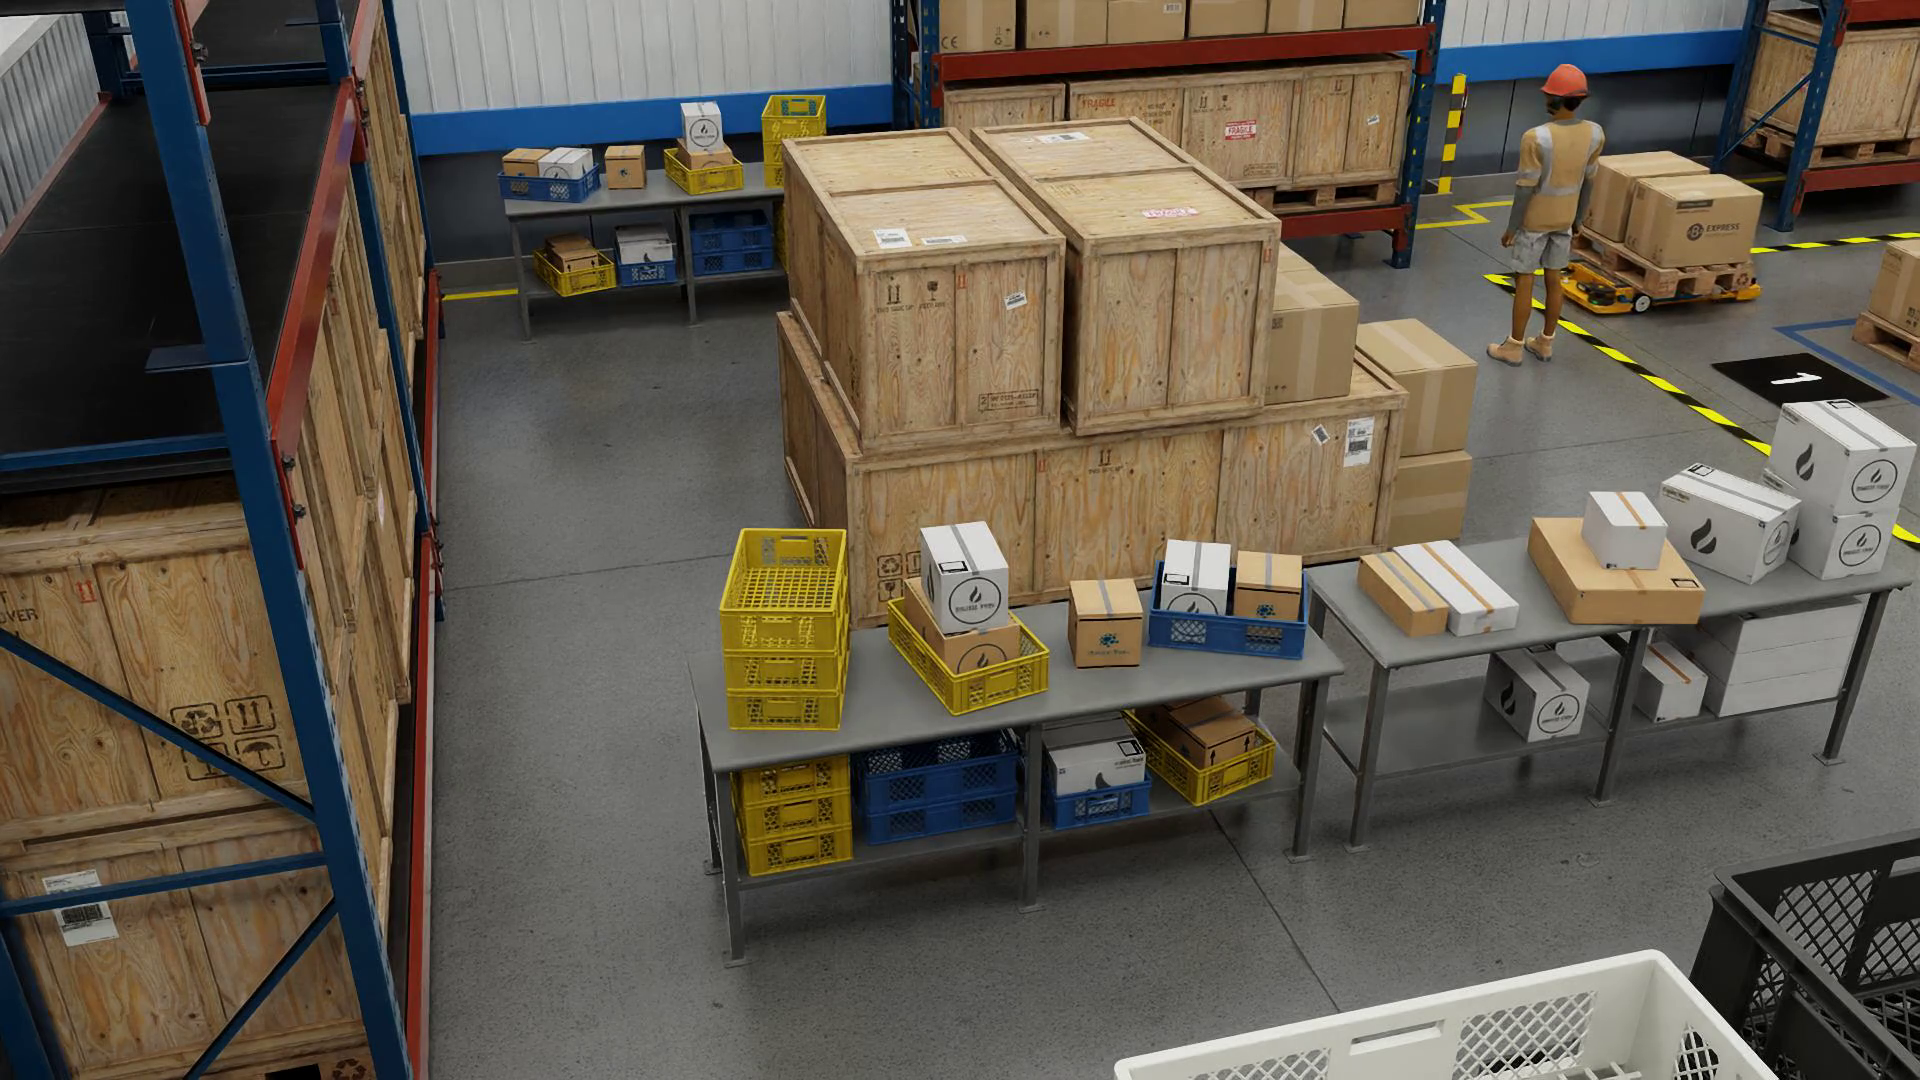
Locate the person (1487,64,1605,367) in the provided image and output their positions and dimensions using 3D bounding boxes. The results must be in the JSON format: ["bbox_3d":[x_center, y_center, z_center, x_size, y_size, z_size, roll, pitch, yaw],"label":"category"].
[{"bbox_3d":[3.938,-2.169,11.219,0.613,2.040,0.375,-9,30,-16],"label":"person"}]
